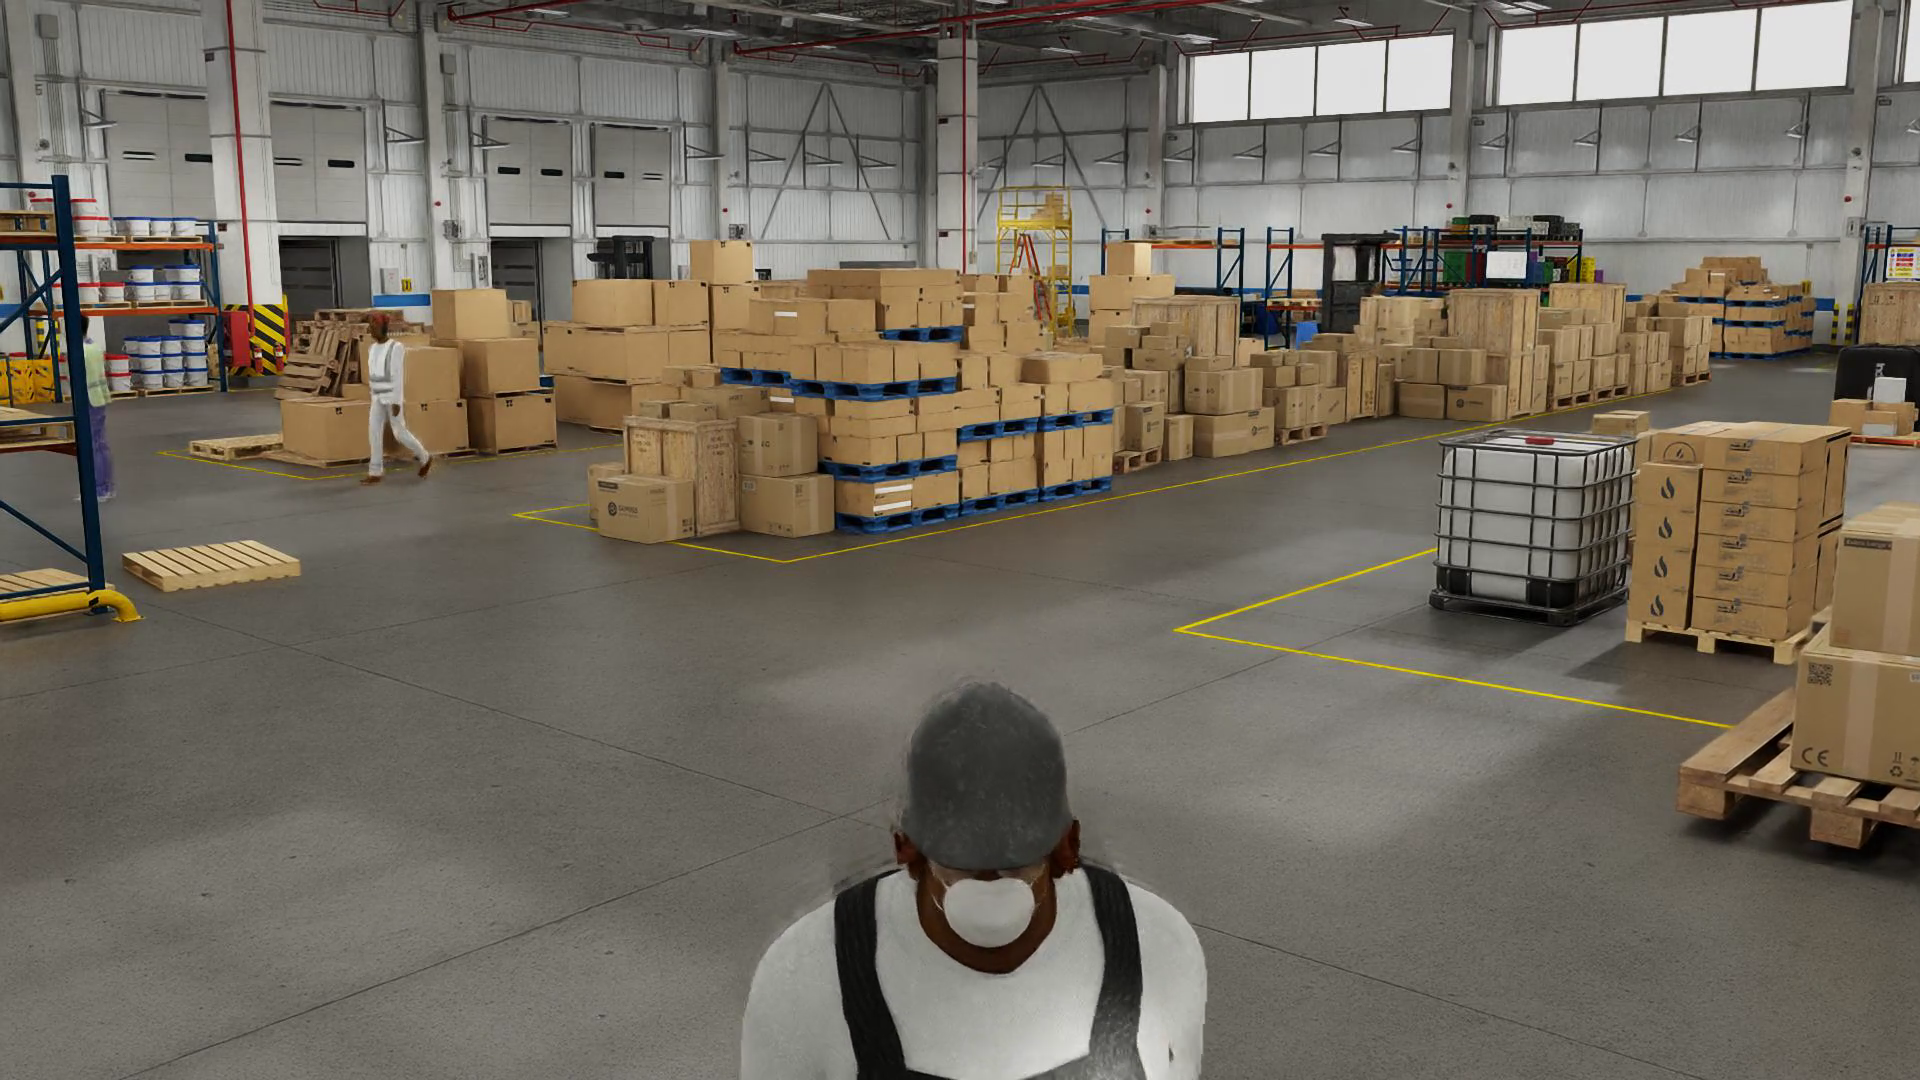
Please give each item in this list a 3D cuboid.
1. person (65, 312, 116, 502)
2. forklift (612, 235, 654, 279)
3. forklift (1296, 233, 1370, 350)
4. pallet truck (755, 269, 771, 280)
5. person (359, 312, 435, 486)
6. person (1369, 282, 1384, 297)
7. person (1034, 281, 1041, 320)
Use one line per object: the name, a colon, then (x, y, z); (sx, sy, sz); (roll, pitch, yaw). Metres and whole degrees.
person: (-8.760, -1.338, 16.751); (0.371, 1.916, 0.597); (-1, 10, -5)
forklift: (-7.300, -5.450, 37.421); (1.873, 2.768, 1.129); (8, 13, 40)
forklift: (7.467, -4.563, 32.374); (1.129, 2.768, 1.873); (-3, 11, -19)
pallet truck: (-4.996, -6.432, 45.525); (1.885, 1.965, 0.823); (-6, 12, -32)
person: (-6.156, -1.533, 18.014); (0.576, 1.865, 0.834); (6, 12, 30)
person: (7.758, -3.858, 31.113); (0.651, 1.918, 0.643); (-1, 10, -4)
person: (2.127, -6.763, 47.724); (0.982, 1.909, 0.625); (-4, 11, -24)
